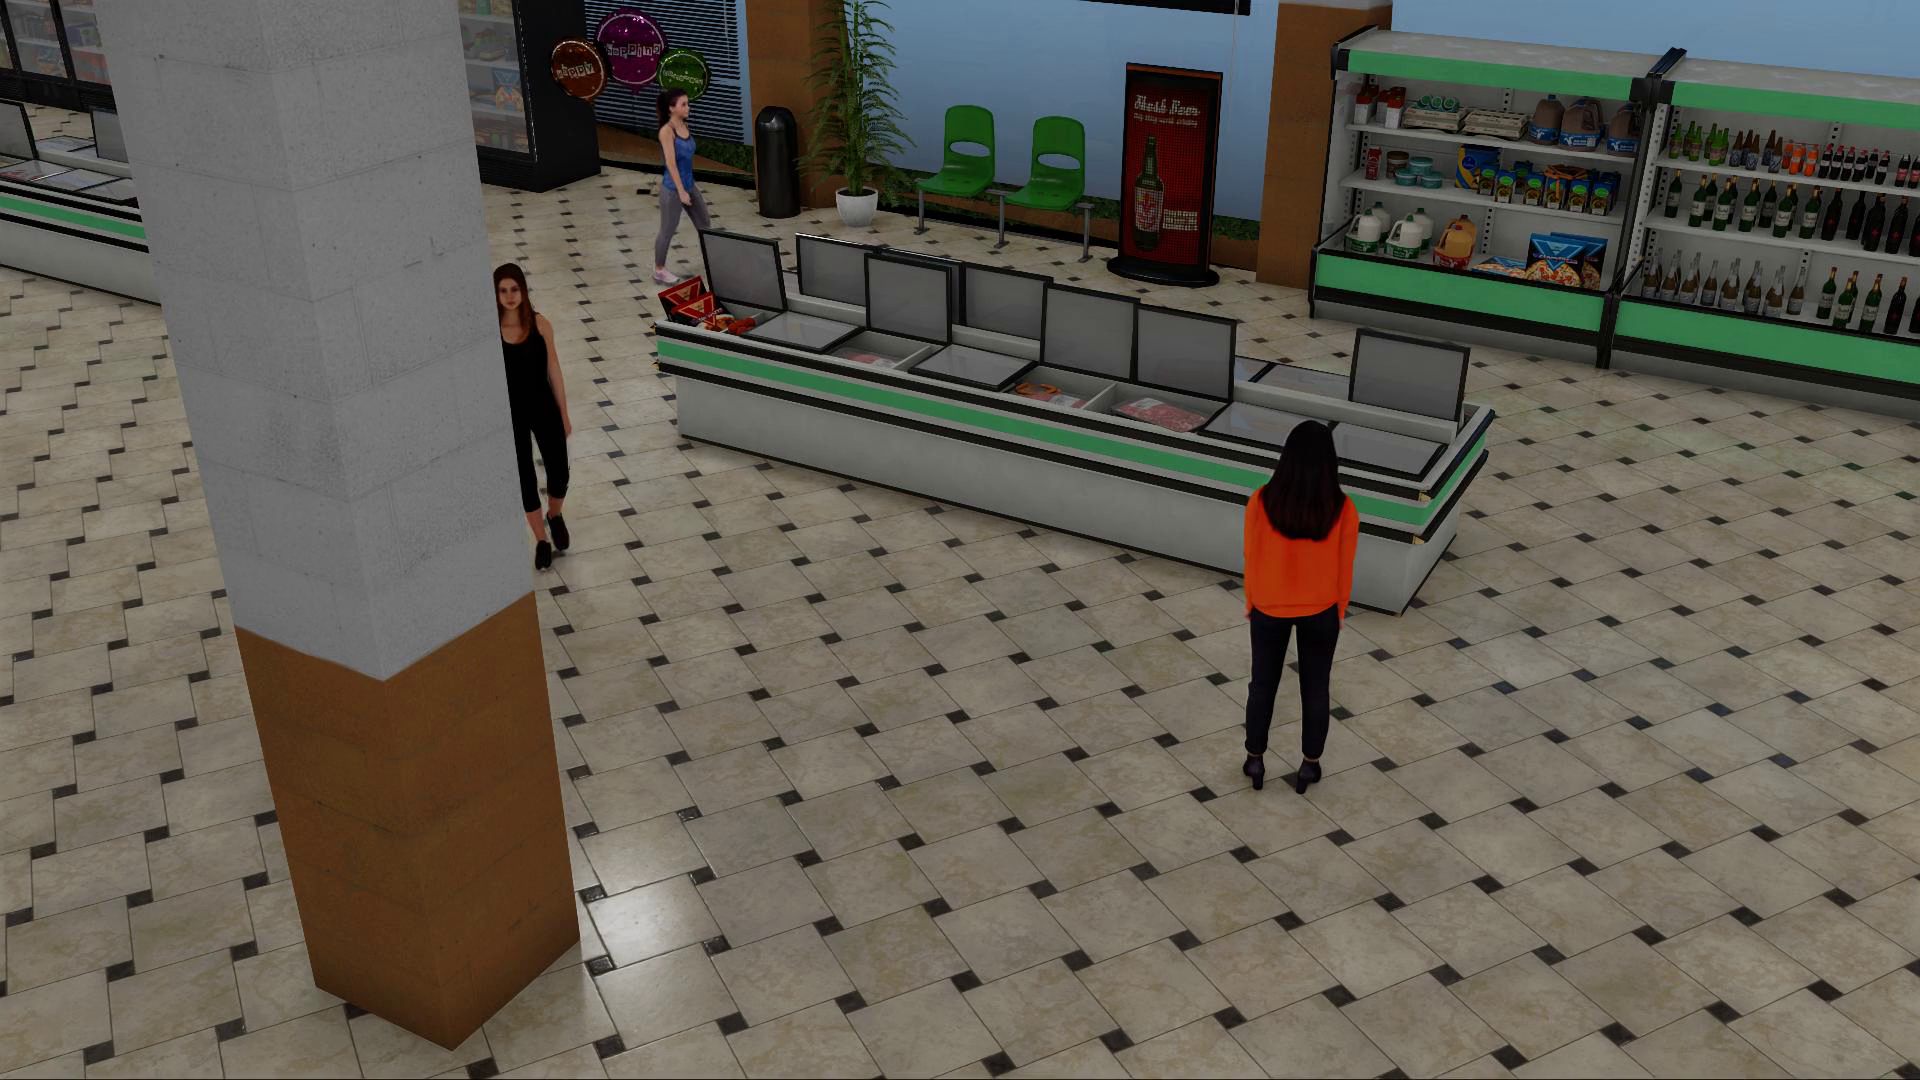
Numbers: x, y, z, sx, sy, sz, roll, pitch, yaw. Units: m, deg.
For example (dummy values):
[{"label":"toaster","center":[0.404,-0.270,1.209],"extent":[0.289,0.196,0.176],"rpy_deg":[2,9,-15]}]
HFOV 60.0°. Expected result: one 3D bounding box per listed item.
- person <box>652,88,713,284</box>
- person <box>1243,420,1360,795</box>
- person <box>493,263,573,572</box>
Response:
[{"label":"person","center":[-2.317,-2.789,13.323],"extent":[1.046,1.572,0.630],"rpy_deg":[12,29,22]},{"label":"person","center":[1.418,0.301,7.035],"extent":[0.586,1.748,0.736],"rpy_deg":[6,28,13]},{"label":"person","center":[-2.331,-0.688,9.015],"extent":[0.754,1.721,0.816],"rpy_deg":[-5,27,-10]}]
